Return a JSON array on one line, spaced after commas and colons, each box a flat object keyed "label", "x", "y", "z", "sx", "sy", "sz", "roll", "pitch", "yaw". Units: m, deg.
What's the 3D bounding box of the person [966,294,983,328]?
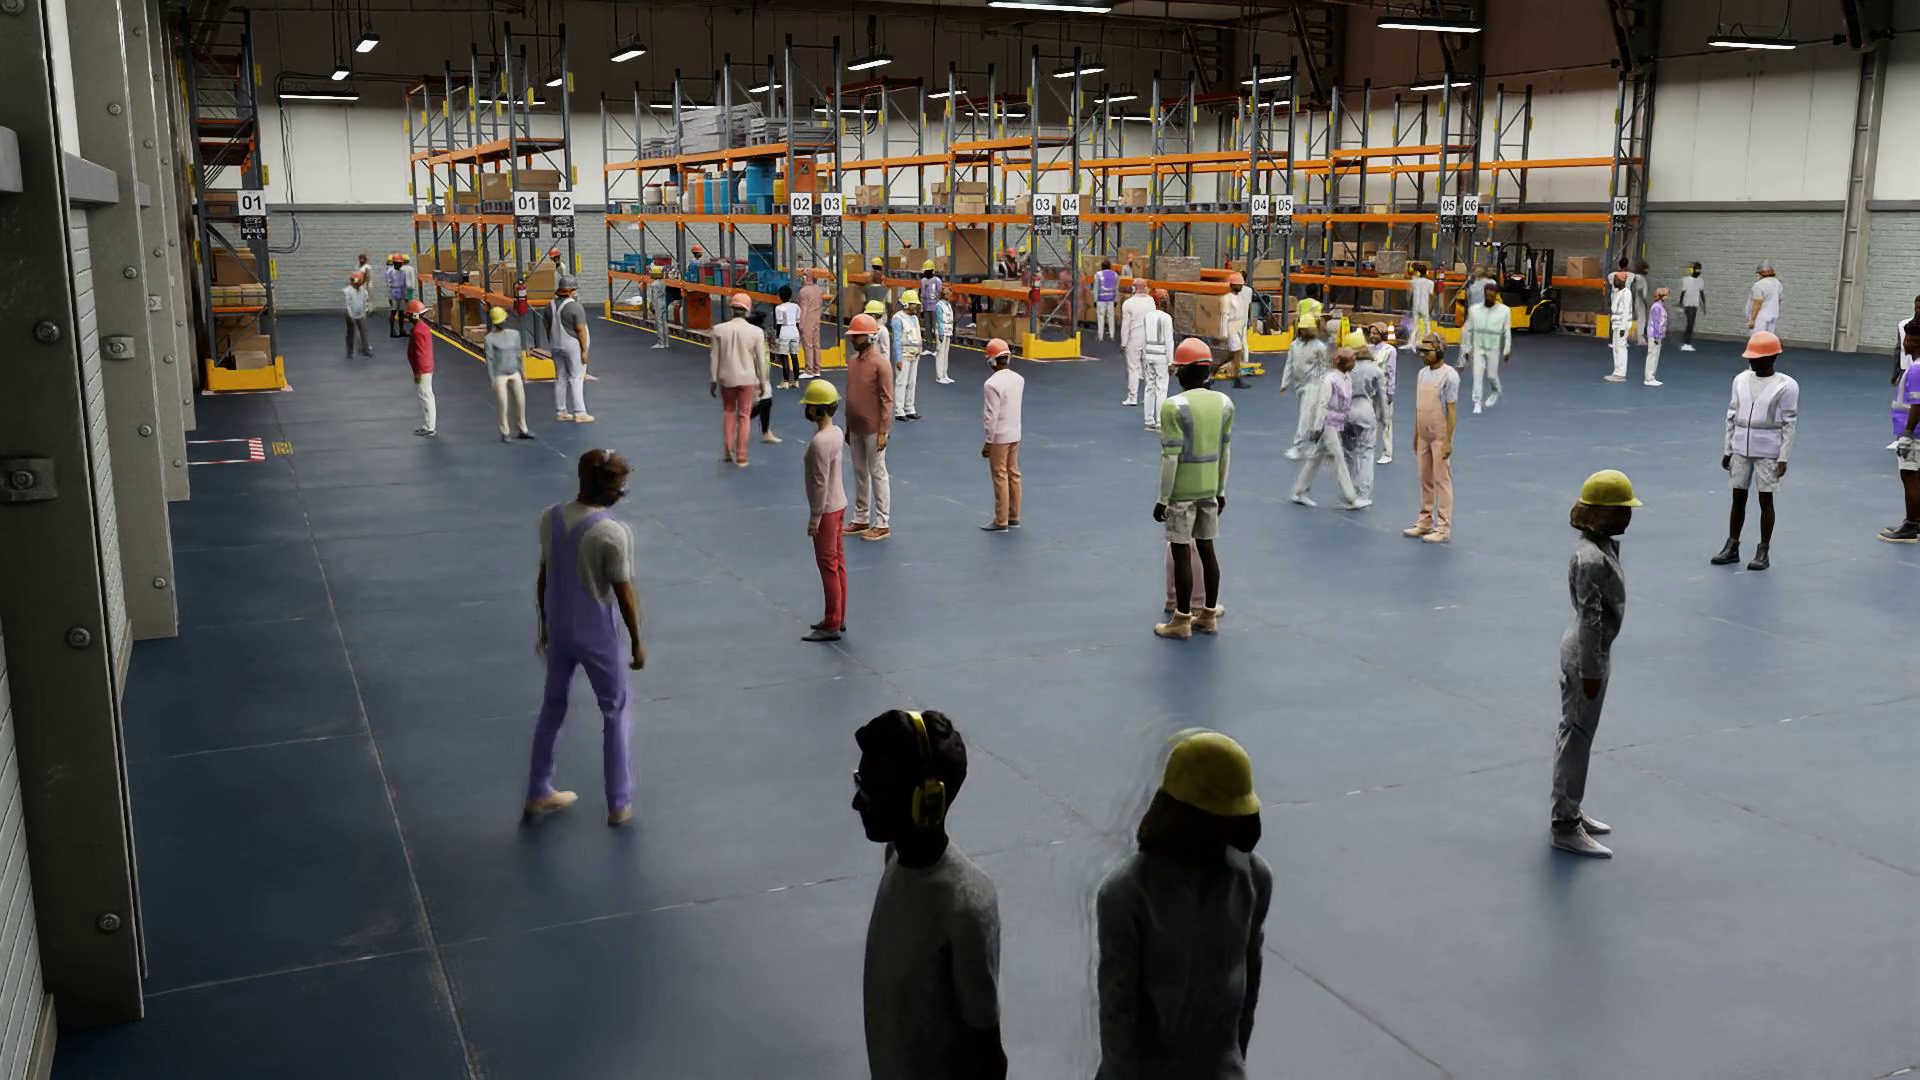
[{"label": "person", "x": 0.396, "y": -6.286, "z": 41.930, "sx": 0.315, "sy": 1.864, "sz": 0.526, "roll": -9, "pitch": 14, "yaw": -38}]

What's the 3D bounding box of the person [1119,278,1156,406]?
[{"label": "person", "x": 2.679, "y": -2.967, "z": 24.958, "sx": 0.652, "sy": 1.904, "sz": 0.402, "roll": -5, "pitch": 12, "yaw": -23}]

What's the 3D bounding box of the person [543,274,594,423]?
[{"label": "person", "x": -5.374, "y": -2.652, "z": 23.007, "sx": 0.685, "sy": 2.000, "sz": 0.535, "roll": 7, "pitch": 13, "yaw": 32}]

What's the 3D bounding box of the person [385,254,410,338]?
[{"label": "person", "x": -13.035, "y": -5.662, "z": 38.602, "sx": 0.393, "sy": 1.930, "sz": 0.546, "roll": 7, "pitch": 13, "yaw": 31}]

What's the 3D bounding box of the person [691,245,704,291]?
[{"label": "person", "x": -6.862, "y": -6.696, "z": 43.555, "sx": 0.379, "sy": 2.044, "sz": 0.607, "roll": -1, "pitch": 11, "yaw": -6}]

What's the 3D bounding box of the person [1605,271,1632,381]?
[{"label": "person", "x": 11.349, "y": -3.669, "z": 28.603, "sx": 0.367, "sy": 1.878, "sz": 0.586, "roll": 1, "pitch": 11, "yaw": 7}]

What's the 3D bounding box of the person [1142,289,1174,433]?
[{"label": "person", "x": 2.623, "y": -2.350, "z": 21.881, "sx": 0.355, "sy": 1.883, "sz": 0.573, "roll": -7, "pitch": 13, "yaw": -30}]

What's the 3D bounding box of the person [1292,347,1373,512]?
[{"label": "person", "x": 3.623, "y": -1.076, "z": 16.154, "sx": 0.863, "sy": 1.585, "sz": 0.519, "roll": 7, "pitch": 13, "yaw": 32}]

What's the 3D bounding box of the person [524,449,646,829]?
[{"label": "person", "x": -1.766, "y": 0.460, "z": 7.795, "sx": 0.583, "sy": 1.804, "sz": 0.365, "roll": 5, "pitch": 12, "yaw": 26}]

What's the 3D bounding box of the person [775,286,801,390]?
[{"label": "person", "x": -2.828, "y": -3.310, "z": 27.235, "sx": 0.318, "sy": 1.696, "sz": 0.532, "roll": 9, "pitch": 14, "yaw": 37}]

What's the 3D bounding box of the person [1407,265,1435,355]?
[{"label": "person", "x": 9.367, "y": -4.683, "z": 33.865, "sx": 0.606, "sy": 1.846, "sz": 0.561, "roll": 6, "pitch": 13, "yaw": 28}]

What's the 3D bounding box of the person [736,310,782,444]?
[{"label": "person", "x": -2.504, "y": -2.016, "z": 20.671, "sx": 0.463, "sy": 1.682, "sz": 0.547, "roll": 1, "pitch": 11, "yaw": 7}]

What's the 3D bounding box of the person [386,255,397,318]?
[{"label": "person", "x": -15.472, "y": -6.915, "z": 45.446, "sx": 0.319, "sy": 1.744, "sz": 0.485, "roll": -8, "pitch": 13, "yaw": -34}]

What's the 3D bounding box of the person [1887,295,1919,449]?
[{"label": "person", "x": 11.603, "y": -2.022, "z": 20.147, "sx": 0.397, "sy": 1.911, "sz": 0.588, "roll": -6, "pitch": 13, "yaw": -29}]

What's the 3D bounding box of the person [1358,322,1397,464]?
[{"label": "person", "x": 4.824, "y": -1.697, "z": 19.212, "sx": 0.318, "sy": 1.630, "sz": 0.513, "roll": -7, "pitch": 13, "yaw": -33}]

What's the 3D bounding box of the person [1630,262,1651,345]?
[{"label": "person", "x": 14.897, "y": -5.153, "z": 36.286, "sx": 0.445, "sy": 1.825, "sz": 0.541, "roll": 6, "pitch": 13, "yaw": 27}]

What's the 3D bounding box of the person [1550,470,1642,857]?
[{"label": "person", "x": 2.872, "y": 0.544, "z": 7.527, "sx": 0.295, "sy": 1.744, "sz": 0.489, "roll": 4, "pitch": 12, "yaw": 21}]

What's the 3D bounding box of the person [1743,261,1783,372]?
[{"label": "person", "x": 14.342, "y": -3.988, "z": 29.797, "sx": 0.684, "sy": 2.000, "sz": 0.536, "roll": -6, "pitch": 13, "yaw": -28}]

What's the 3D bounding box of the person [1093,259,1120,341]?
[{"label": "person", "x": 3.287, "y": -5.413, "z": 37.594, "sx": 0.626, "sy": 1.833, "sz": 0.429, "roll": -5, "pitch": 12, "yaw": -22}]

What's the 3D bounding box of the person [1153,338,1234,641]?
[{"label": "person", "x": 1.550, "y": -0.340, "z": 11.253, "sx": 0.616, "sy": 2.041, "sz": 0.379, "roll": -8, "pitch": 14, "yaw": -35}]

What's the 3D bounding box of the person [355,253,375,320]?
[{"label": "person", "x": -15.857, "y": -6.680, "z": 44.064, "sx": 0.587, "sy": 1.809, "sz": 0.608, "roll": -11, "pitch": 15, "yaw": -43}]

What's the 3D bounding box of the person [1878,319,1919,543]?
[{"label": "person", "x": 8.359, "y": -0.958, "z": 14.589, "sx": 0.362, "sy": 1.963, "sz": 0.613, "roll": 9, "pitch": 14, "yaw": 39}]

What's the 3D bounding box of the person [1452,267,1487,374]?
[{"label": "person", "x": 9.184, "y": -3.948, "z": 29.923, "sx": 0.845, "sy": 1.907, "sz": 0.656, "roll": 9, "pitch": 15, "yaw": 40}]

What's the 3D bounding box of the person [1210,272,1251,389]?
[{"label": "person", "x": 4.448, "y": -3.457, "z": 27.429, "sx": 0.776, "sy": 1.913, "sz": 0.552, "roll": 7, "pitch": 13, "yaw": 32}]

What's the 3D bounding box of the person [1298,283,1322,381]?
[{"label": "person", "x": 6.009, "y": -3.574, "z": 28.589, "sx": 0.317, "sy": 1.691, "sz": 0.539, "roll": -8, "pitch": 13, "yaw": -34}]

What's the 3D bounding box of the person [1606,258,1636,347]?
[{"label": "person", "x": 14.229, "y": -5.112, "z": 35.825, "sx": 0.600, "sy": 1.915, "sz": 0.376, "roll": 7, "pitch": 13, "yaw": 30}]

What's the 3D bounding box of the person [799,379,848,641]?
[{"label": "person", "x": -0.922, "y": -0.201, "z": 11.247, "sx": 0.305, "sy": 1.771, "sz": 0.525, "roll": 1, "pitch": 11, "yaw": 7}]

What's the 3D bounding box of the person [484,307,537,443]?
[{"label": "person", "x": -5.667, "y": -2.066, "z": 20.833, "sx": 0.404, "sy": 1.719, "sz": 0.614, "roll": 10, "pitch": 15, "yaw": 41}]

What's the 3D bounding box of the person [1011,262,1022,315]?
[{"label": "person", "x": 1.428, "y": -6.240, "z": 42.310, "sx": 0.311, "sy": 1.624, "sz": 0.517, "roll": -1, "pitch": 11, "yaw": -8}]

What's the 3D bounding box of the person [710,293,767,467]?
[{"label": "person", "x": -2.509, "y": -1.826, "z": 18.990, "sx": 0.637, "sy": 1.968, "sz": 0.595, "roll": 1, "pitch": 11, "yaw": 3}]

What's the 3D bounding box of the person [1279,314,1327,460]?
[{"label": "person", "x": 4.071, "y": -1.809, "z": 19.603, "sx": 0.893, "sy": 1.694, "sz": 0.493, "roll": -9, "pitch": 15, "yaw": -40}]

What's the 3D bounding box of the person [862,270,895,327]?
[{"label": "person", "x": -1.474, "y": -4.099, "z": 30.950, "sx": 0.608, "sy": 1.802, "sz": 0.847, "roll": 4, "pitch": 12, "yaw": 20}]

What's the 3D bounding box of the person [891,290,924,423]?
[{"label": "person", "x": -0.720, "y": -2.530, "z": 22.953, "sx": 0.403, "sy": 1.824, "sz": 0.591, "roll": 6, "pitch": 12, "yaw": 27}]

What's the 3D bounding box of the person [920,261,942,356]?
[{"label": "person", "x": -0.601, "y": -4.686, "z": 33.675, "sx": 0.410, "sy": 1.918, "sz": 0.585, "roll": -11, "pitch": 15, "yaw": -43}]

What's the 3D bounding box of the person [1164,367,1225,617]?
[{"label": "person", "x": 1.668, "y": -0.362, "z": 11.869, "sx": 0.331, "sy": 1.843, "sz": 0.519, "roll": -9, "pitch": 14, "yaw": -39}]

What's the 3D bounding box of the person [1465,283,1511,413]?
[{"label": "person", "x": 7.665, "y": -2.791, "z": 24.102, "sx": 0.629, "sy": 1.891, "sz": 0.656, "roll": 6, "pitch": 13, "yaw": 27}]
